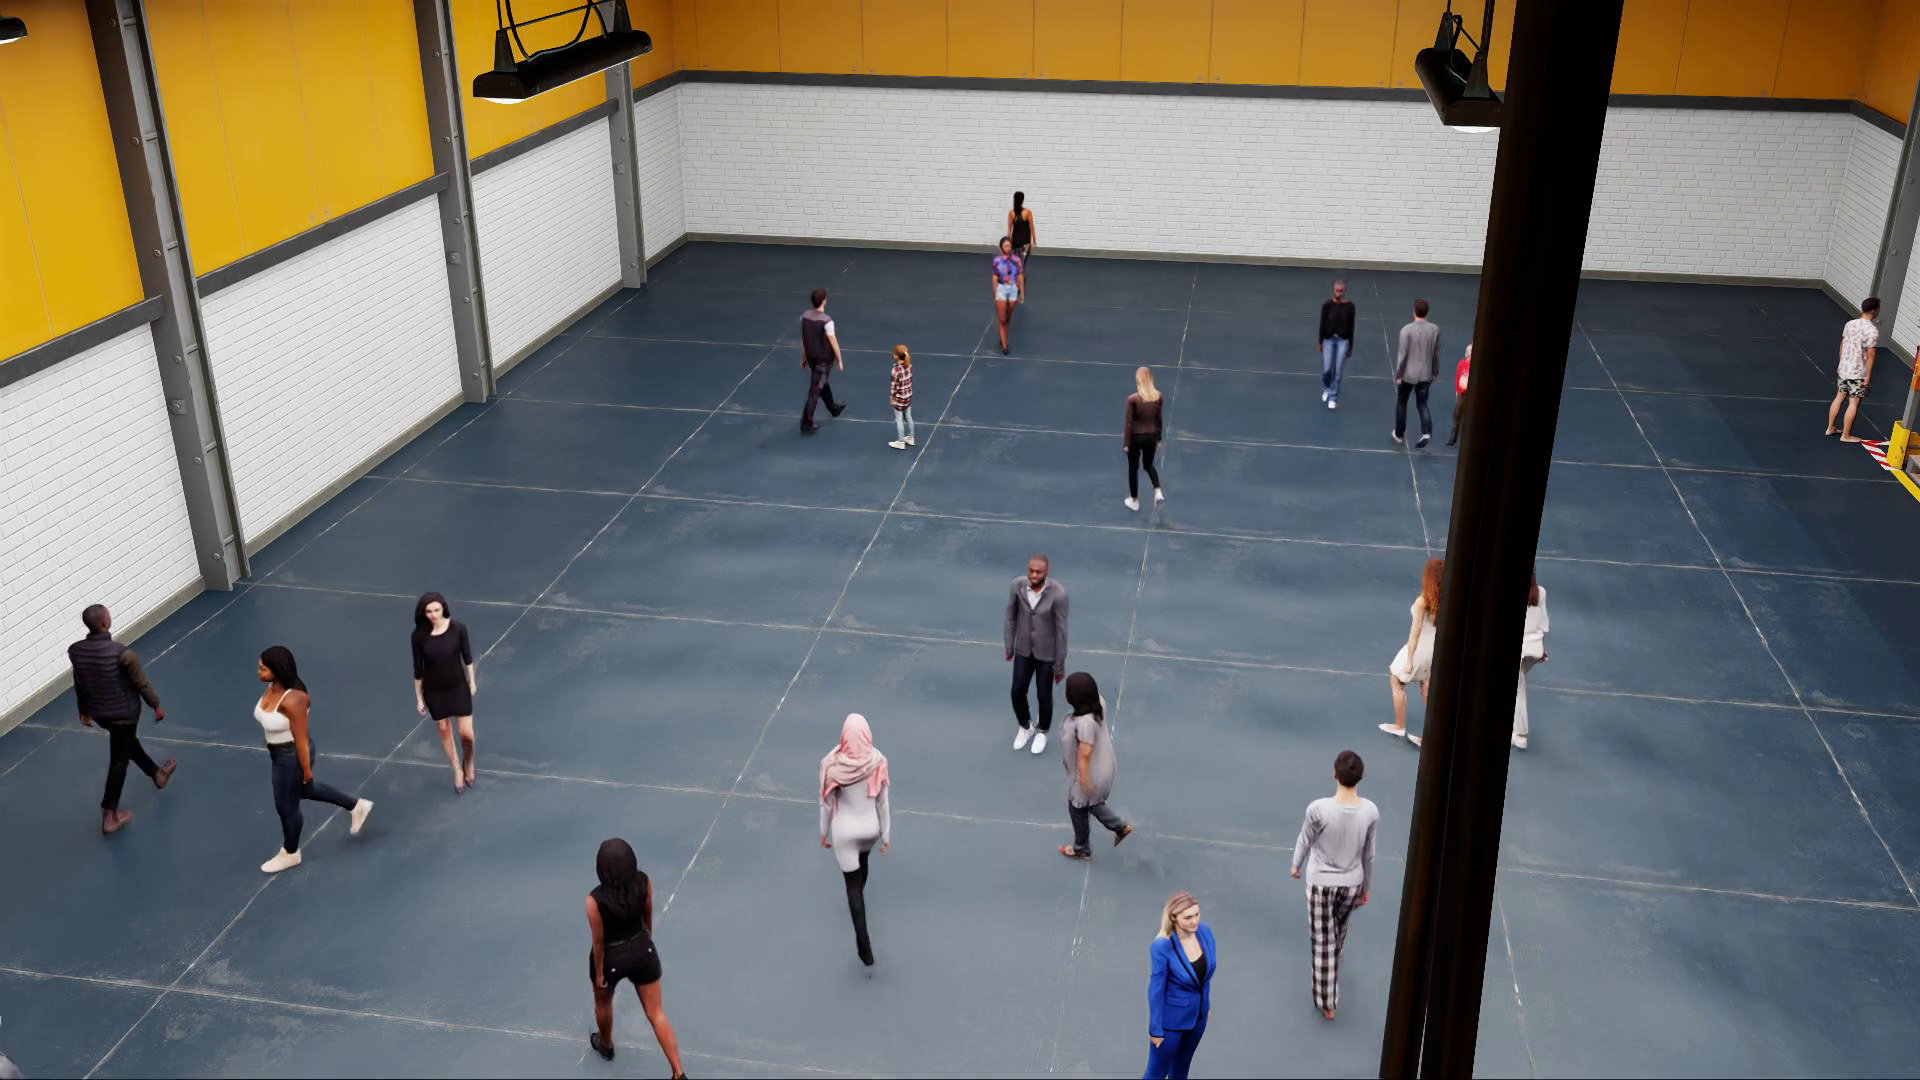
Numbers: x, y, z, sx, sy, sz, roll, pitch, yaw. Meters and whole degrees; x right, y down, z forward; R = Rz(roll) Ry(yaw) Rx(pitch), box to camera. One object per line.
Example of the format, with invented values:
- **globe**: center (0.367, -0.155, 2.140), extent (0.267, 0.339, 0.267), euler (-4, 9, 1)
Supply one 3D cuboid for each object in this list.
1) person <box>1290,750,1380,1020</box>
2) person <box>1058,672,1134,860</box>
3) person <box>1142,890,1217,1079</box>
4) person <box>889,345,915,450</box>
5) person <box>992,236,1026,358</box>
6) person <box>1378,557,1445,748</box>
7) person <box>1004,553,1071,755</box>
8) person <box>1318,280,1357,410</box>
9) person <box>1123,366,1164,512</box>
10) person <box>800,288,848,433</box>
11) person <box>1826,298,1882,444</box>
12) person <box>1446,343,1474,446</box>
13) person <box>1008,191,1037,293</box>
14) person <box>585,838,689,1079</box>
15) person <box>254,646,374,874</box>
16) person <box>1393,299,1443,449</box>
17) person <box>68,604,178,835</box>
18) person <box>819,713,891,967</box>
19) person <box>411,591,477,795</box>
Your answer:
- **person**: center (2.426, 2.256, 10.699), extent (0.793, 1.817, 1.131), euler (-1, 24, -3)
- **person**: center (1.020, 1.688, 12.287), extent (0.780, 1.587, 0.785), euler (10, 25, 21)
- **person**: center (1.262, 2.762, 9.687), extent (0.690, 1.700, 0.763), euler (-18, 29, -35)
- **person**: center (-0.715, -1.781, 20.575), extent (0.657, 1.304, 0.558), euler (17, 29, 34)
- **person**: center (0.663, -3.548, 24.138), extent (0.905, 1.689, 1.209), euler (-5, 24, -12)
- **person**: center (3.912, 0.986, 13.762), extent (0.785, 1.692, 0.859), euler (-12, 26, -26)
- **person**: center (0.678, 0.903, 13.811), extent (0.812, 1.804, 0.720), euler (9, 25, 21)
- **person**: center (4.979, -2.618, 21.953), extent (0.618, 1.734, 0.680), euler (5, 24, 11)
- **person**: center (2.063, -1.080, 18.488), extent (0.868, 1.691, 0.975), euler (-10, 26, -22)
- **person**: center (-1.834, -2.222, 20.964), extent (1.033, 1.800, 1.270), euler (17, 29, 34)
- **person**: center (11.172, -2.140, 20.759), extent (0.808, 1.814, 0.655), euler (-6, 24, -14)
- **person**: center (6.368, -1.838, 20.759), extent (0.743, 1.262, 0.964), euler (16, 28, 32)
- **person**: center (0.993, -4.868, 27.230), extent (0.767, 1.630, 1.114), euler (10, 26, 22)
- **person**: center (-1.961, 2.606, 10.041), extent (1.159, 1.703, 1.164), euler (-18, 29, -35)
- **person**: center (-4.851, 1.571, 12.308), extent (1.145, 1.785, 1.113), euler (-15, 28, -30)
- **person**: center (5.613, -1.982, 20.366), extent (0.839, 1.840, 1.113), euler (-2, 24, -5)
- **person**: center (-6.509, 1.389, 12.723), extent (0.763, 1.784, 1.172), euler (5, 24, 12)
- **person**: center (-0.694, 2.041, 11.264), extent (0.950, 1.759, 1.256), euler (-5, 24, -12)
- **person**: center (-4.060, 1.192, 13.172), extent (0.710, 1.786, 0.740), euler (-6, 24, -14)
